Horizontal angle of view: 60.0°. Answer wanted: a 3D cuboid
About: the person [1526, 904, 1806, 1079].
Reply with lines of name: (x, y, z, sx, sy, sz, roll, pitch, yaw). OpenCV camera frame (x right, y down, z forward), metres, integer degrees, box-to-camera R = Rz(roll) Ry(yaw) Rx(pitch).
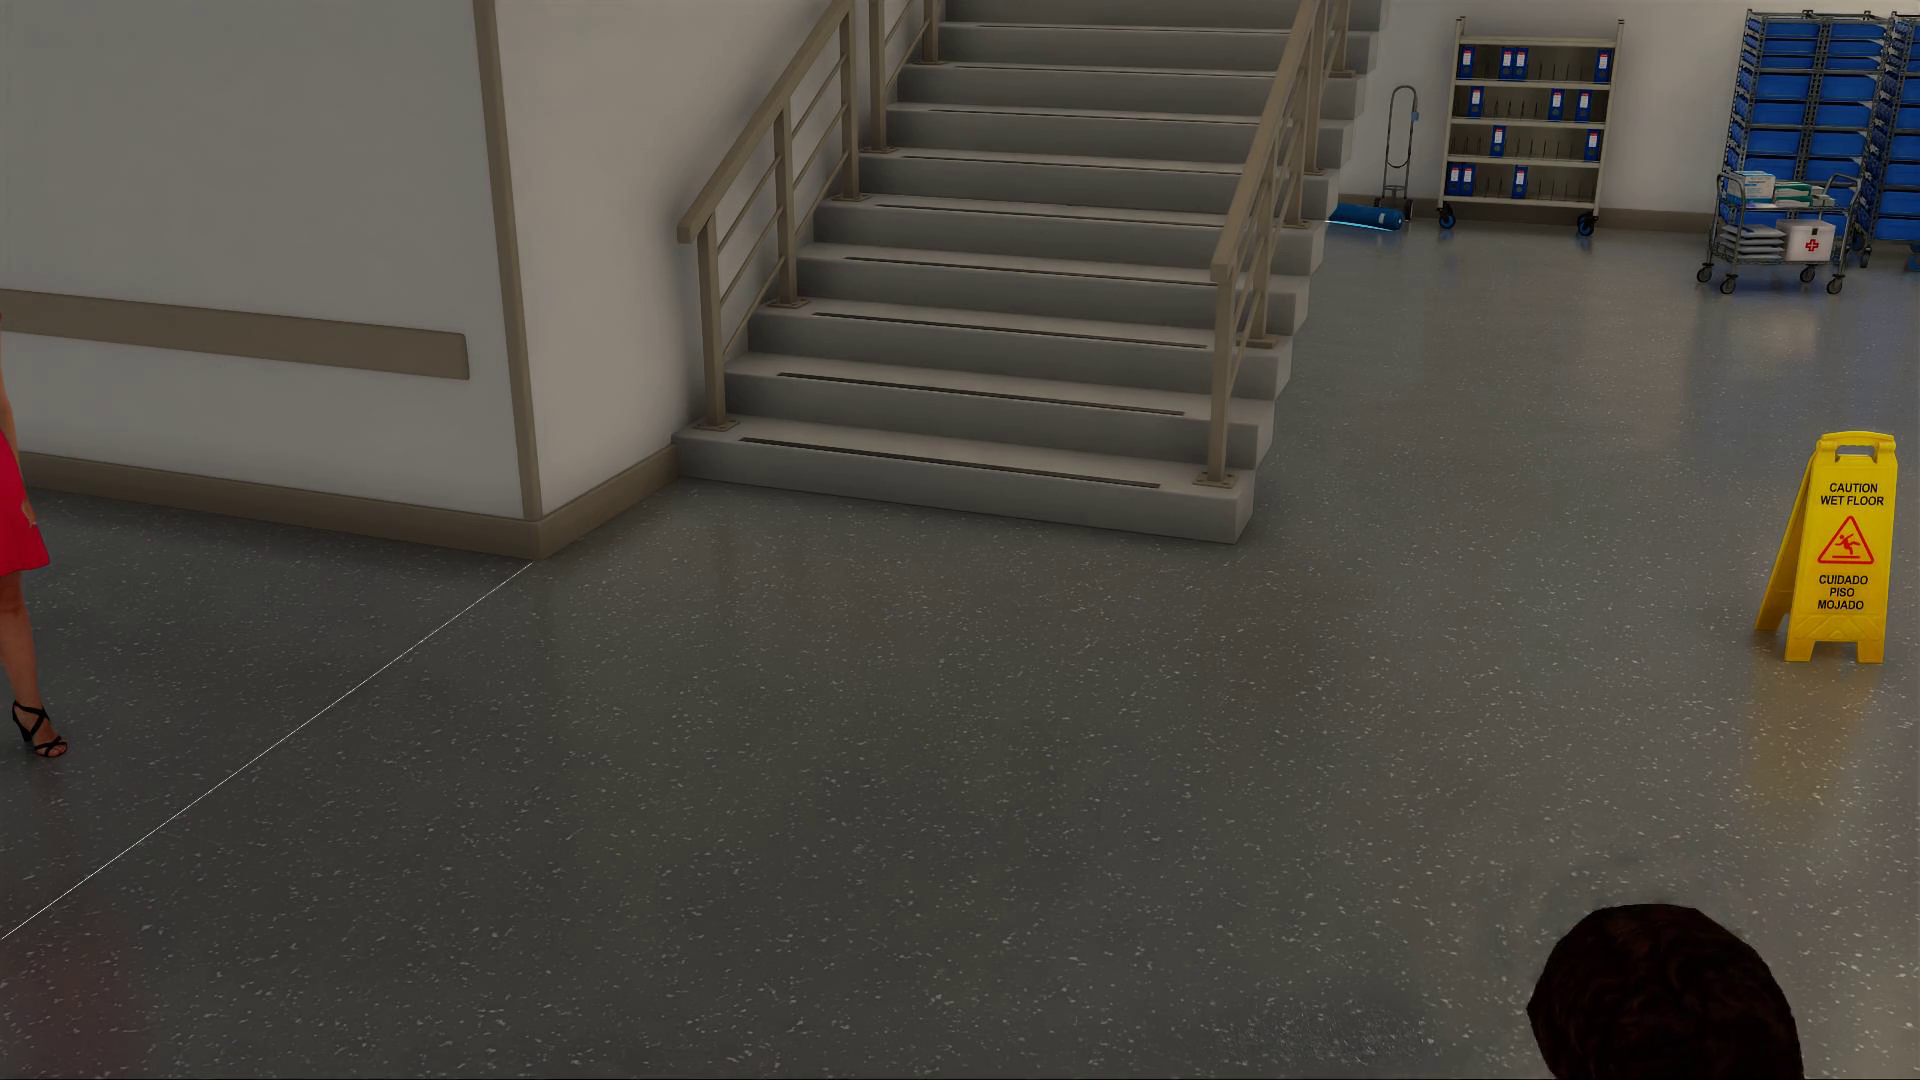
person: (0.576, 1.049, 1.794, 0.823, 1.634, 0.864, -14, 25, -33)

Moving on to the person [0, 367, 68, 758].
person: (-2.914, -0.142, 4.806, 0.605, 1.729, 0.711, -19, 28, -41)
